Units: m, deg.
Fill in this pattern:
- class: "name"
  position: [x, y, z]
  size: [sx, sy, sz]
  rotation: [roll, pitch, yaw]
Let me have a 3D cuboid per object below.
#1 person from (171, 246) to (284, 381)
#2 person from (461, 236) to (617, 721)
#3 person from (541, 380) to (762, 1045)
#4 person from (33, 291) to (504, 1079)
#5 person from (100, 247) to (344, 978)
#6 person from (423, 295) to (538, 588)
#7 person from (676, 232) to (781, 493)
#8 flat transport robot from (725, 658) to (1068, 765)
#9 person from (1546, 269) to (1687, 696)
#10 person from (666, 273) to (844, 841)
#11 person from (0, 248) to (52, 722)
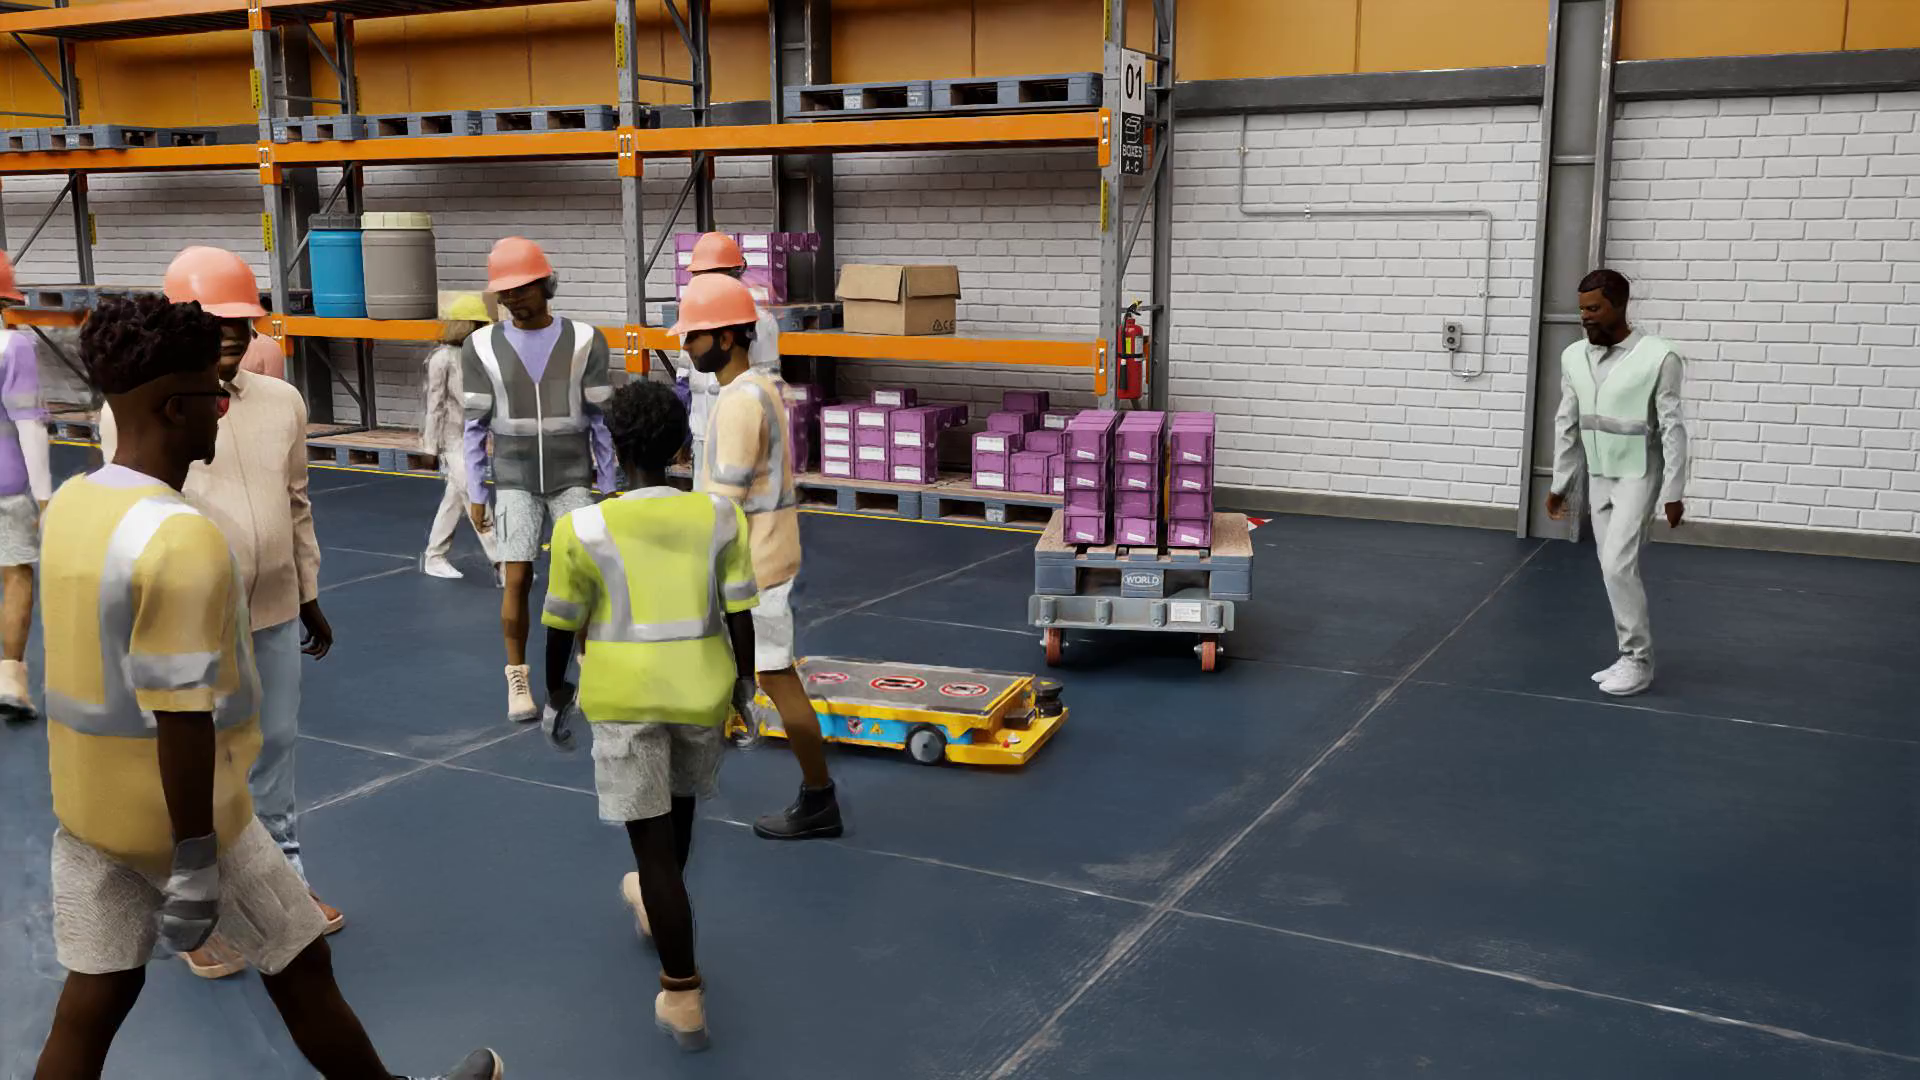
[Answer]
- class: "person"
  position: [-3.181, -0.252, 7.122]
  size: [0.610, 1.985, 0.410]
  rotation: [-3, 11, -13]
- class: "person"
  position: [-1.750, -0.247, 6.978]
  size: [0.624, 2.028, 0.406]
  rotation: [-2, 11, -12]
- class: "person"
  position: [-0.833, 0.406, 4.384]
  size: [0.555, 1.647, 0.858]
  rotation: [-6, 12, -30]
- class: "person"
  position: [-1.452, 0.478, 3.284]
  size: [0.621, 1.910, 1.021]
  rotation: [8, 13, 38]
- class: "person"
  position: [-2.036, 0.194, 4.639]
  size: [0.386, 1.992, 0.622]
  rotation: [6, 12, 31]
- class: "person"
  position: [-2.839, -0.570, 9.663]
  size: [0.919, 1.690, 0.502]
  rotation: [5, 11, 23]
- class: "person"
  position: [-1.220, -0.548, 8.572]
  size: [0.616, 2.041, 0.377]
  rotation: [6, 12, 28]
- class: "flat transport robot"
  position: [-0.333, 0.669, 6.758]
  size: [1.431, 0.197, 0.652]
  rotation: [3, 11, 18]
- class: "person"
  position: [2.950, -0.257, 7.431]
  size: [0.568, 1.882, 0.612]
  rotation: [-4, 11, -22]
- class: "person"
  position: [-0.827, 0.083, 5.502]
  size: [0.926, 1.892, 0.561]
  rotation: [-1, 10, -5]
- class: "person"
  position: [-4.156, -0.233, 6.981]
  size: [0.673, 2.005, 0.755]
  rotation: [0, 10, -2]
